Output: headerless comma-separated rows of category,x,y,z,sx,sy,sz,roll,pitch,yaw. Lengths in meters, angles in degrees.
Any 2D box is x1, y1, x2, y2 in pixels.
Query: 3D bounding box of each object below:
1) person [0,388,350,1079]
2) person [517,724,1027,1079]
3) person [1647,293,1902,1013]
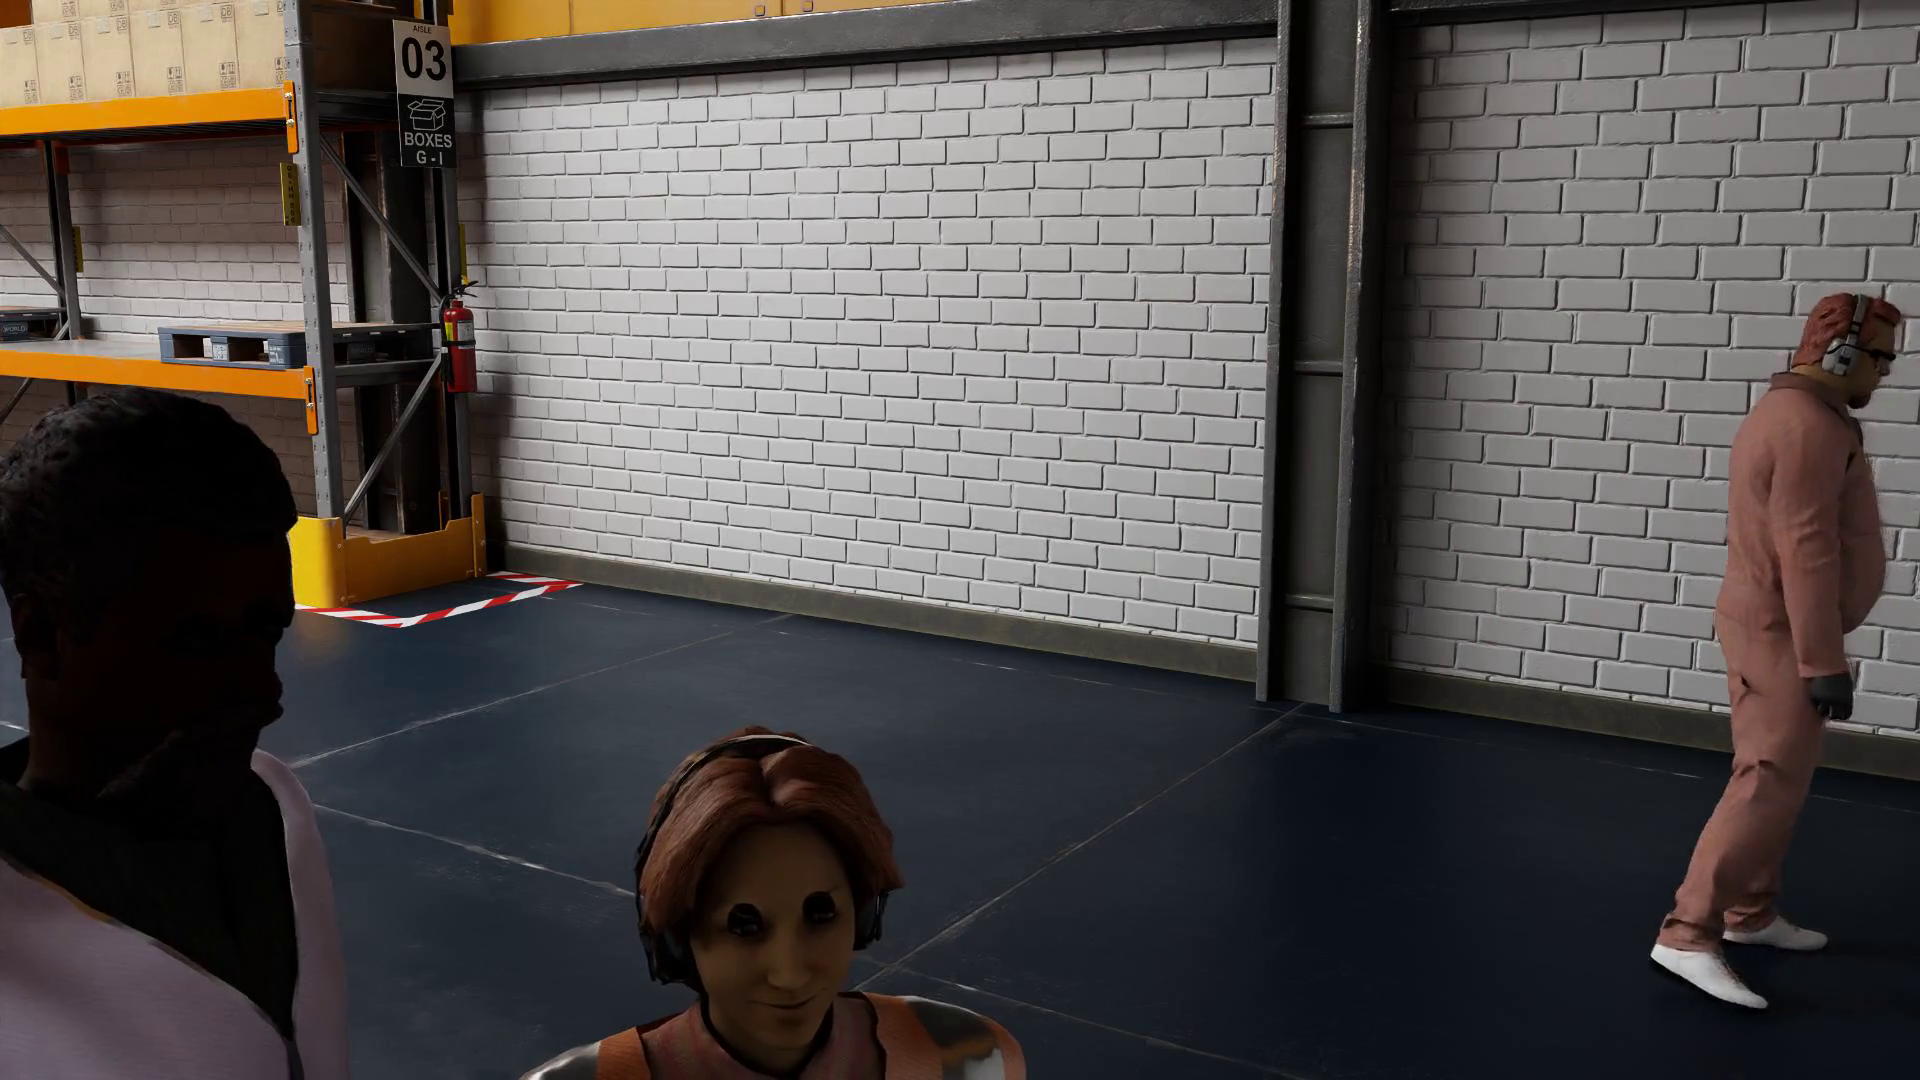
person,-0.658,0.833,1.370,0.390,1.914,0.587,0,10,2
person,-0.163,0.956,1.440,0.514,1.642,0.310,-5,11,-24
person,2.188,0.283,4.506,0.529,1.885,0.800,4,11,21
